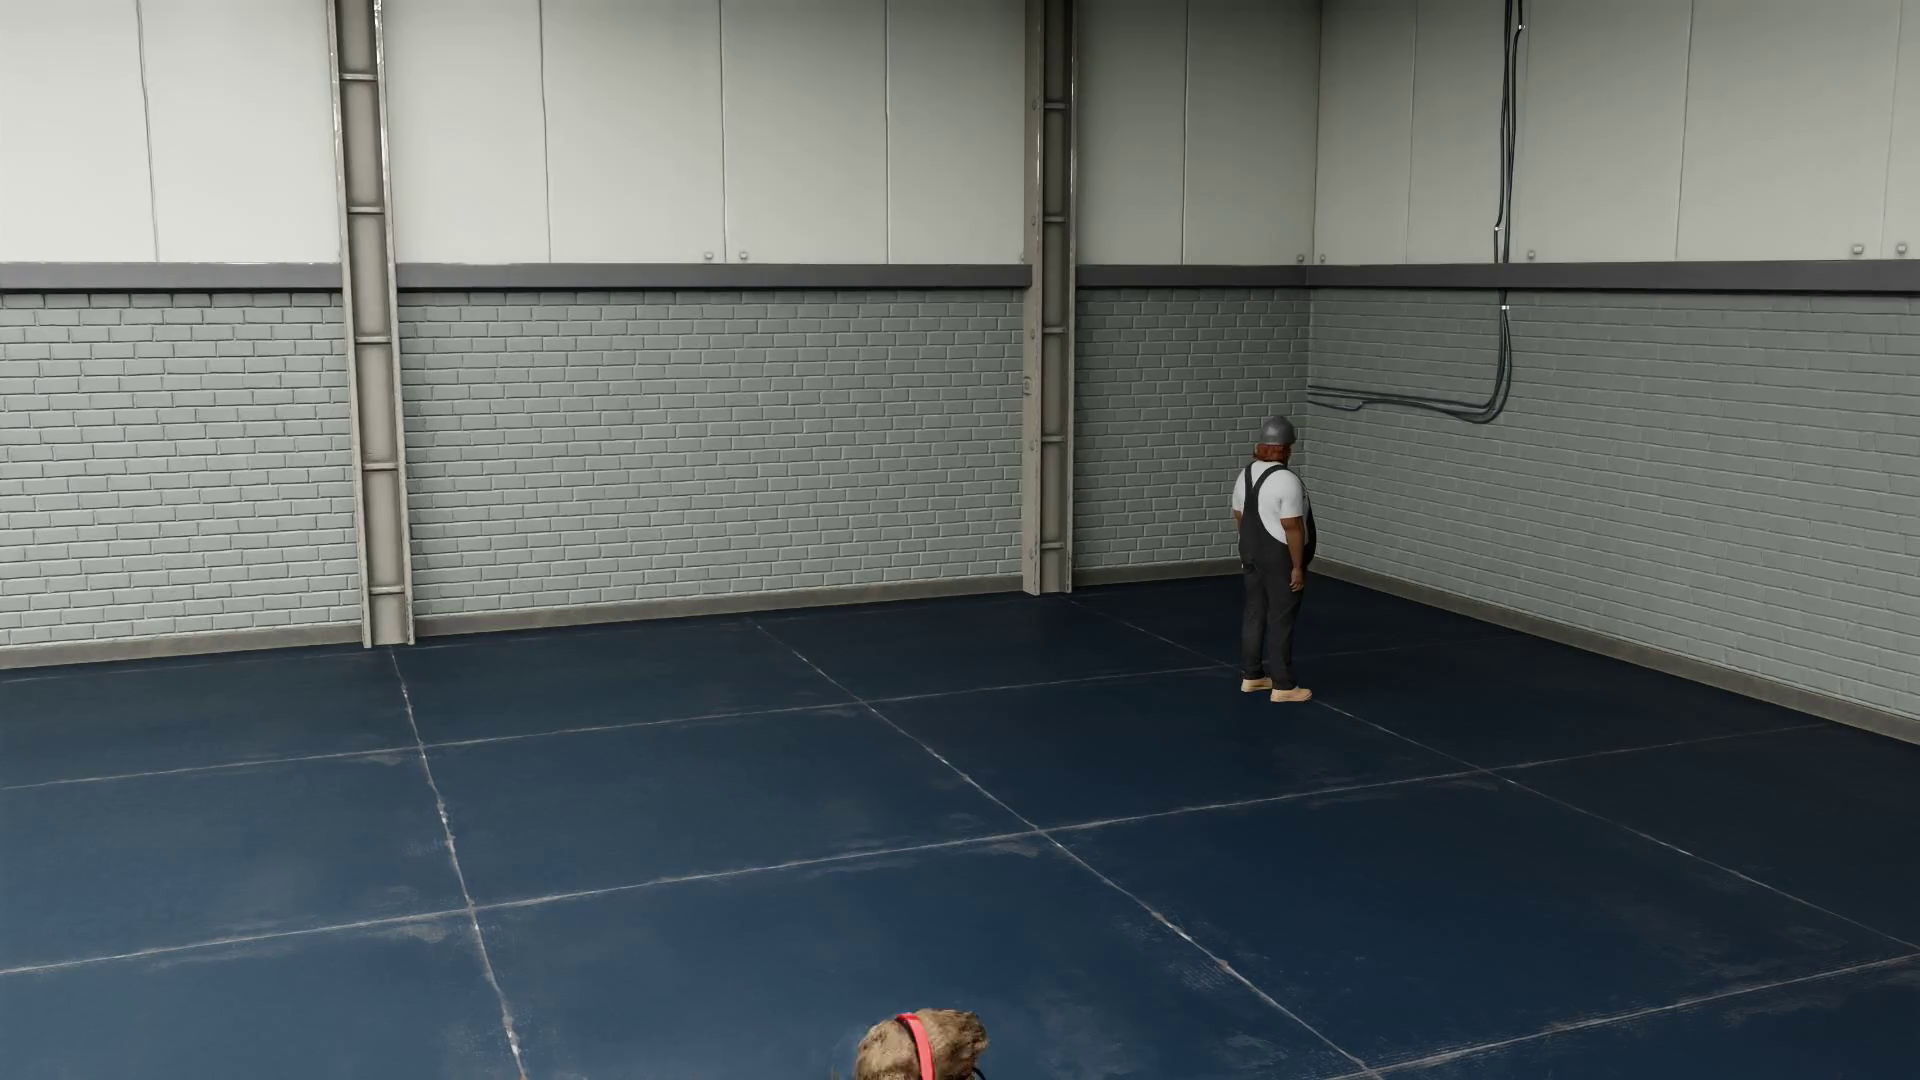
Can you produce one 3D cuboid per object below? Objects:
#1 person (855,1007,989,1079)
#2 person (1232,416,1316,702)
[{"bbox_3d":[-0.034,1.685,2.896,0.958,1.799,0.572,-2,9,-15],"label":"person"},{"bbox_3d":[2.290,0.124,11.936,0.537,2.000,0.682,-5,10,-26],"label":"person"}]
